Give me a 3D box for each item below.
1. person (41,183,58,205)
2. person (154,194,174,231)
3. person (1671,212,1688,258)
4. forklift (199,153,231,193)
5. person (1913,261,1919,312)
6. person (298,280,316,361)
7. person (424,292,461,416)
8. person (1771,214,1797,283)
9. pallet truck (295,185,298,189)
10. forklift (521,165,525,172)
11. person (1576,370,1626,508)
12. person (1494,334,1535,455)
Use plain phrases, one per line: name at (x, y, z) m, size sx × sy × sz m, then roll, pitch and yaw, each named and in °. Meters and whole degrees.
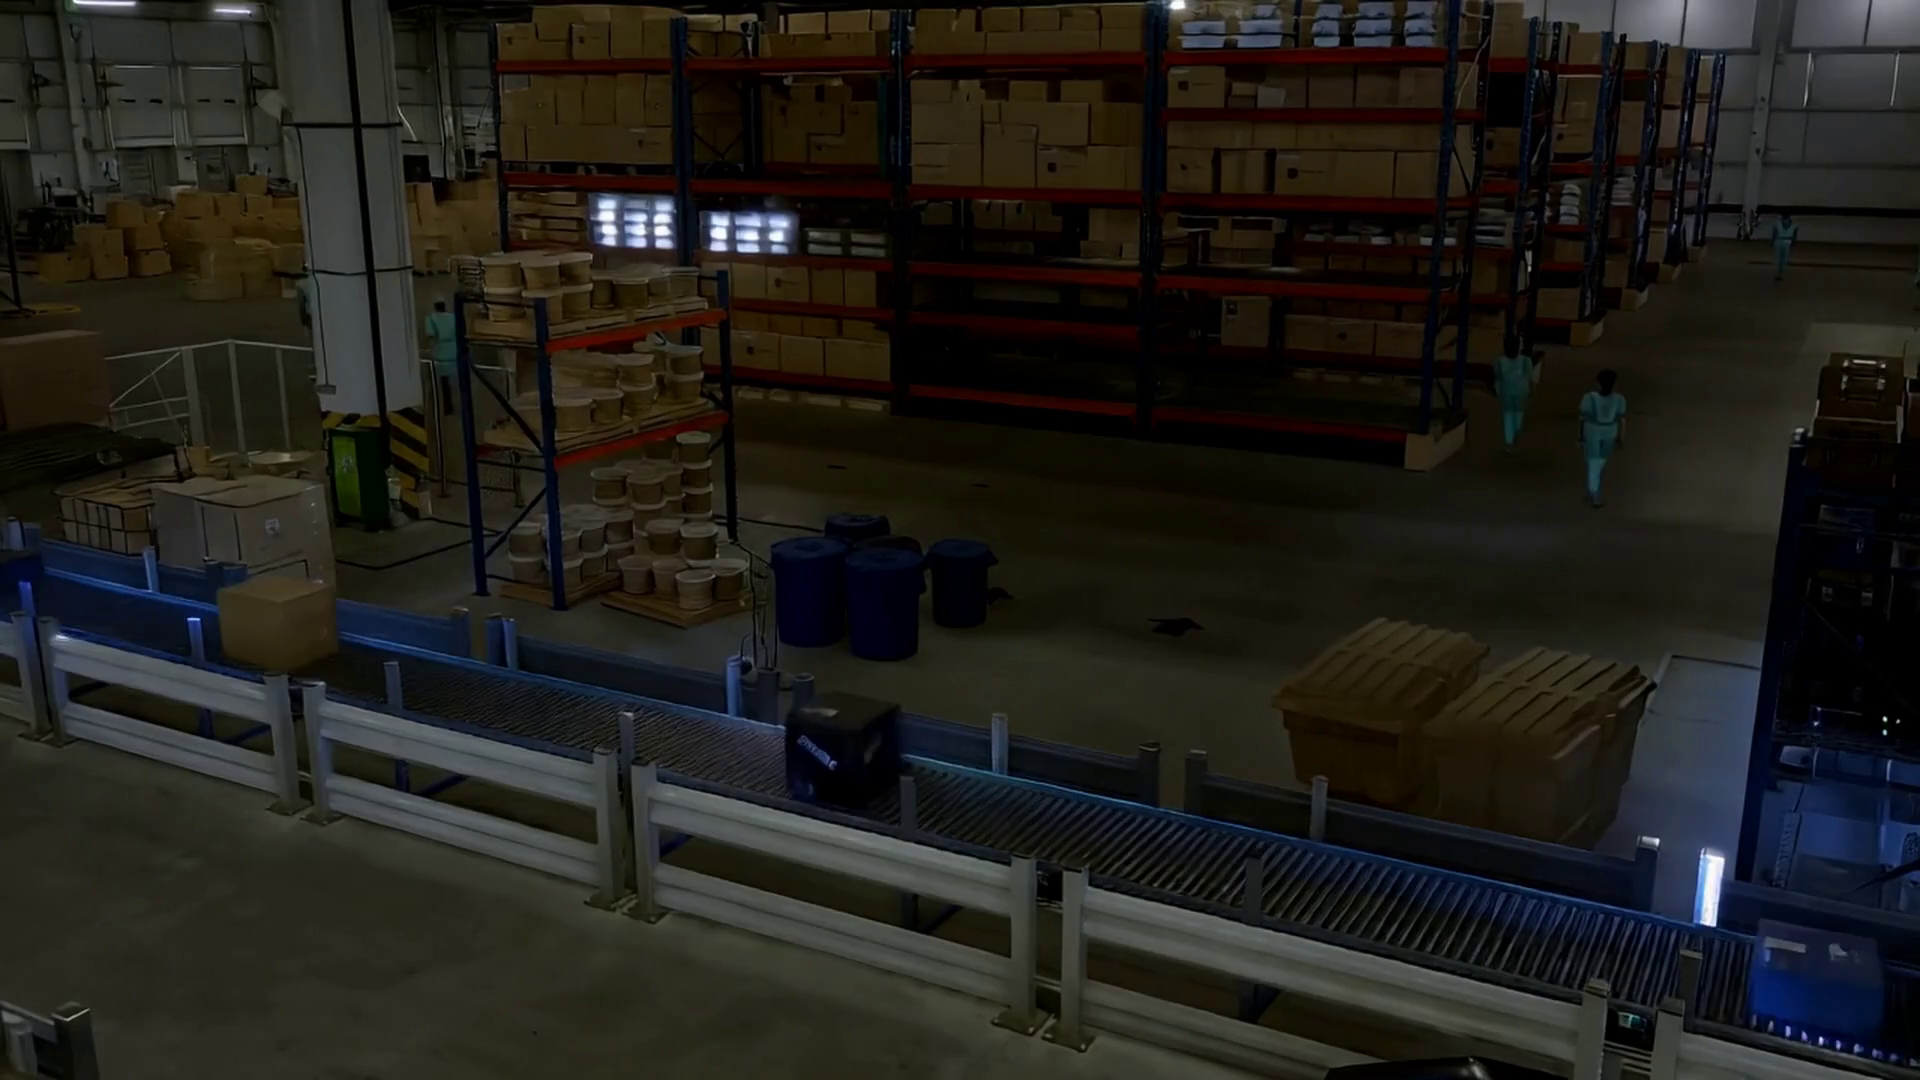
person at (-35.262, -13.017, 64.495) m, size 0.524 × 1.597 × 0.856 m, roll 5°, pitch 16°, yaw 17°
person at (-24.573, -9.730, 51.515) m, size 0.649 × 1.919 × 0.446 m, roll 3°, pitch 15°, yaw 10°
person at (20.150, -8.472, 46.839) m, size 0.696 × 1.898 × 0.450 m, roll 14°, pitch 21°, yaw 43°
forklift at (-27.440, -12.865, 61.464) m, size 1.873 × 2.768 × 1.129 m, roll 8°, pitch 17°, yaw 28°
person at (22.198, -6.225, 38.155) m, size 0.435 × 2.016 × 0.670 m, roll 3°, pitch 15°, yaw 11°
person at (-11.857, -4.152, 30.688) m, size 0.579 × 1.863 × 1.055 m, roll -8°, pitch 17°, yaw -29°
person at (-7.997, -2.883, 25.776) m, size 0.569 × 1.917 × 0.414 m, roll -10°, pitch 18°, yaw -33°
person at (22.061, -7.801, 44.499) m, size 0.589 × 1.790 × 0.979 m, roll 3°, pitch 15°, yaw 12°
pallet truck at (-26.804, -14.617, 69.738) m, size 1.885 × 1.965 × 0.823 m, roll -14°, pitch 20°, yaw -42°
forklift at (-17.015, -13.601, 64.231) m, size 1.873 × 2.768 × 1.129 m, roll 1°, pitch 15°, yaw 2°
person at (7.739, -1.214, 19.993) m, size 0.545 × 1.651 × 0.867 m, roll 0°, pitch 15°, yaw 1°
person at (7.710, -2.058, 23.173) m, size 0.545 × 1.665 × 0.696 m, roll 6°, pitch 16°, yaw 21°
